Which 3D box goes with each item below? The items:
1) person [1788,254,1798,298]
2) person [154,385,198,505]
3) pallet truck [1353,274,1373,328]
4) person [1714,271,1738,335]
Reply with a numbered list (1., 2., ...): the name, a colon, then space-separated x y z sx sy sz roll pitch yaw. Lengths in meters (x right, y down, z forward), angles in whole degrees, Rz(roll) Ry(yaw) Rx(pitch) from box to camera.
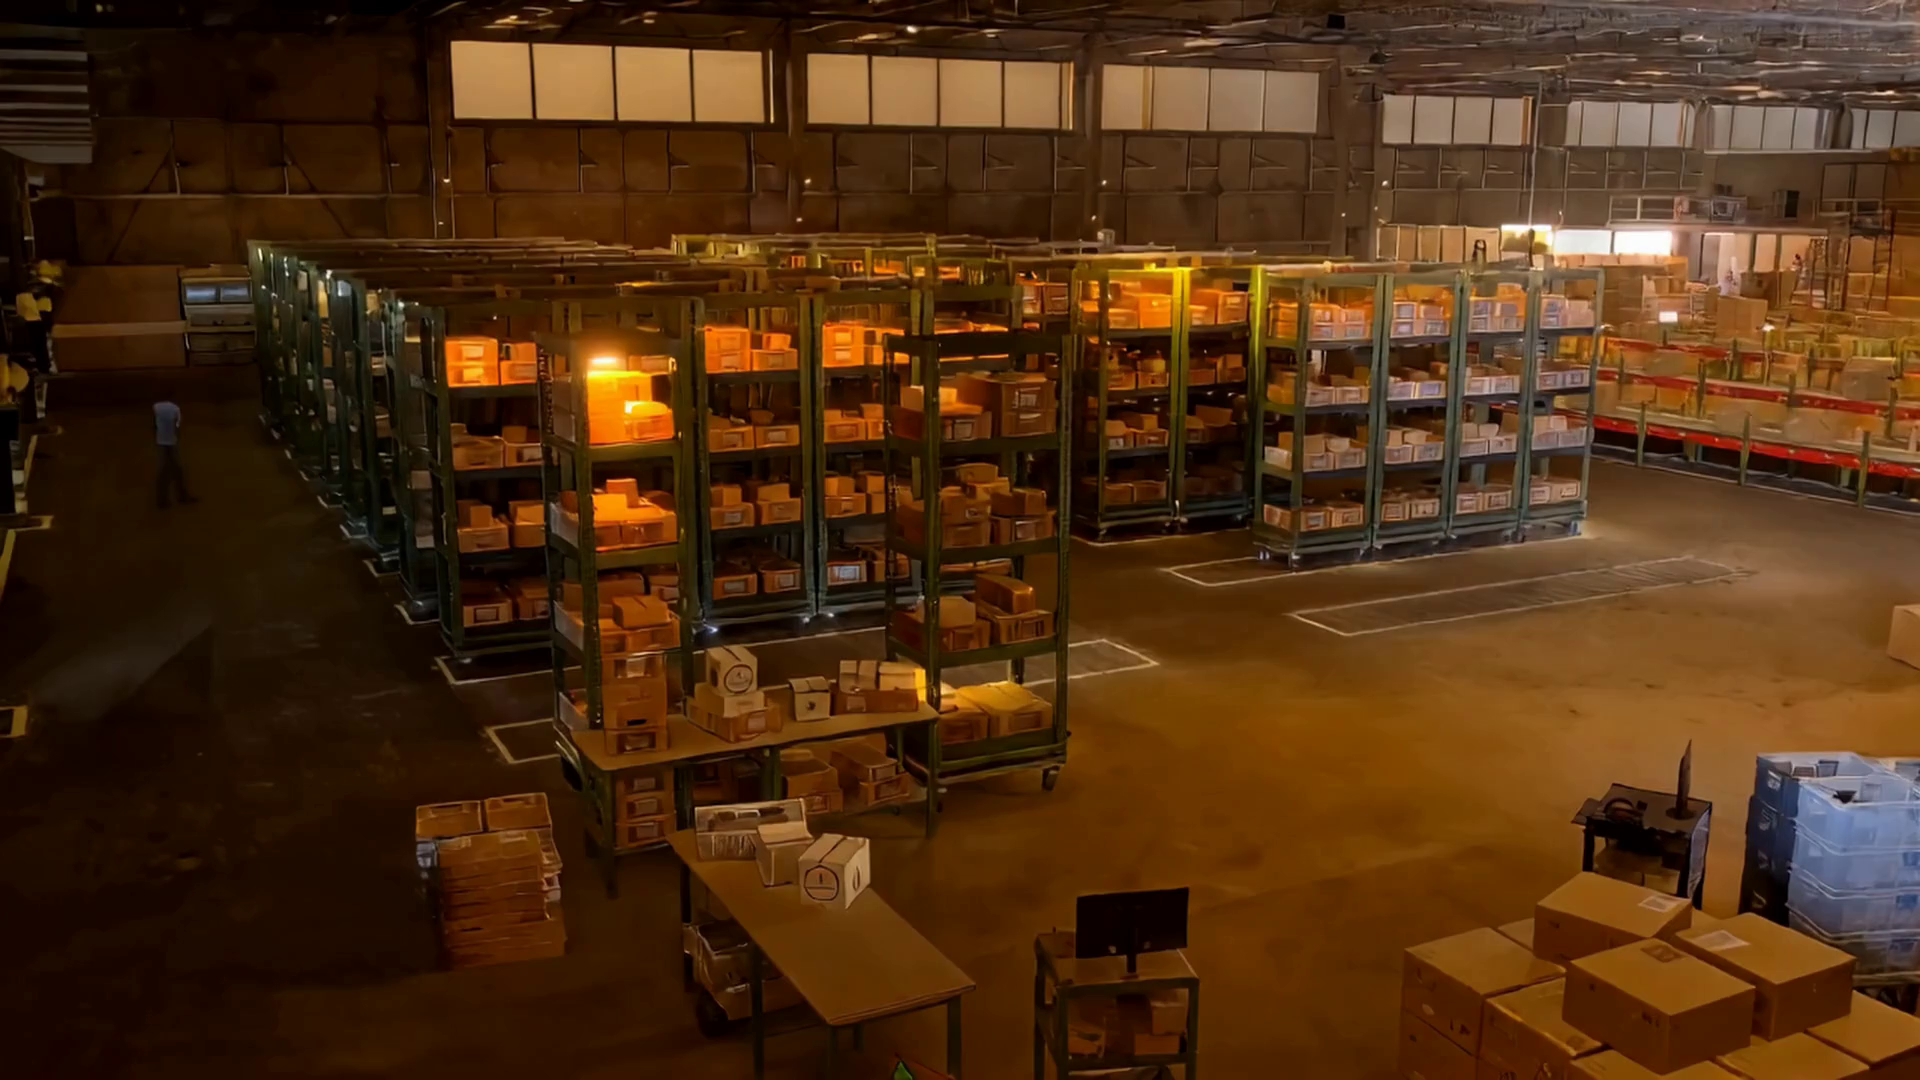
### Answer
1. person: 34.452 -10.905 68.885 0.347 1.879 0.583 9 15 37
2. person: -11.696 -1.405 24.626 0.652 1.803 0.633 5 13 24
3. pallet truck: 13.011 -8.050 55.243 0.823 1.965 1.885 -7 14 -28
4. person: 24.095 -7.443 52.297 0.376 2.043 0.605 -7 14 -29
